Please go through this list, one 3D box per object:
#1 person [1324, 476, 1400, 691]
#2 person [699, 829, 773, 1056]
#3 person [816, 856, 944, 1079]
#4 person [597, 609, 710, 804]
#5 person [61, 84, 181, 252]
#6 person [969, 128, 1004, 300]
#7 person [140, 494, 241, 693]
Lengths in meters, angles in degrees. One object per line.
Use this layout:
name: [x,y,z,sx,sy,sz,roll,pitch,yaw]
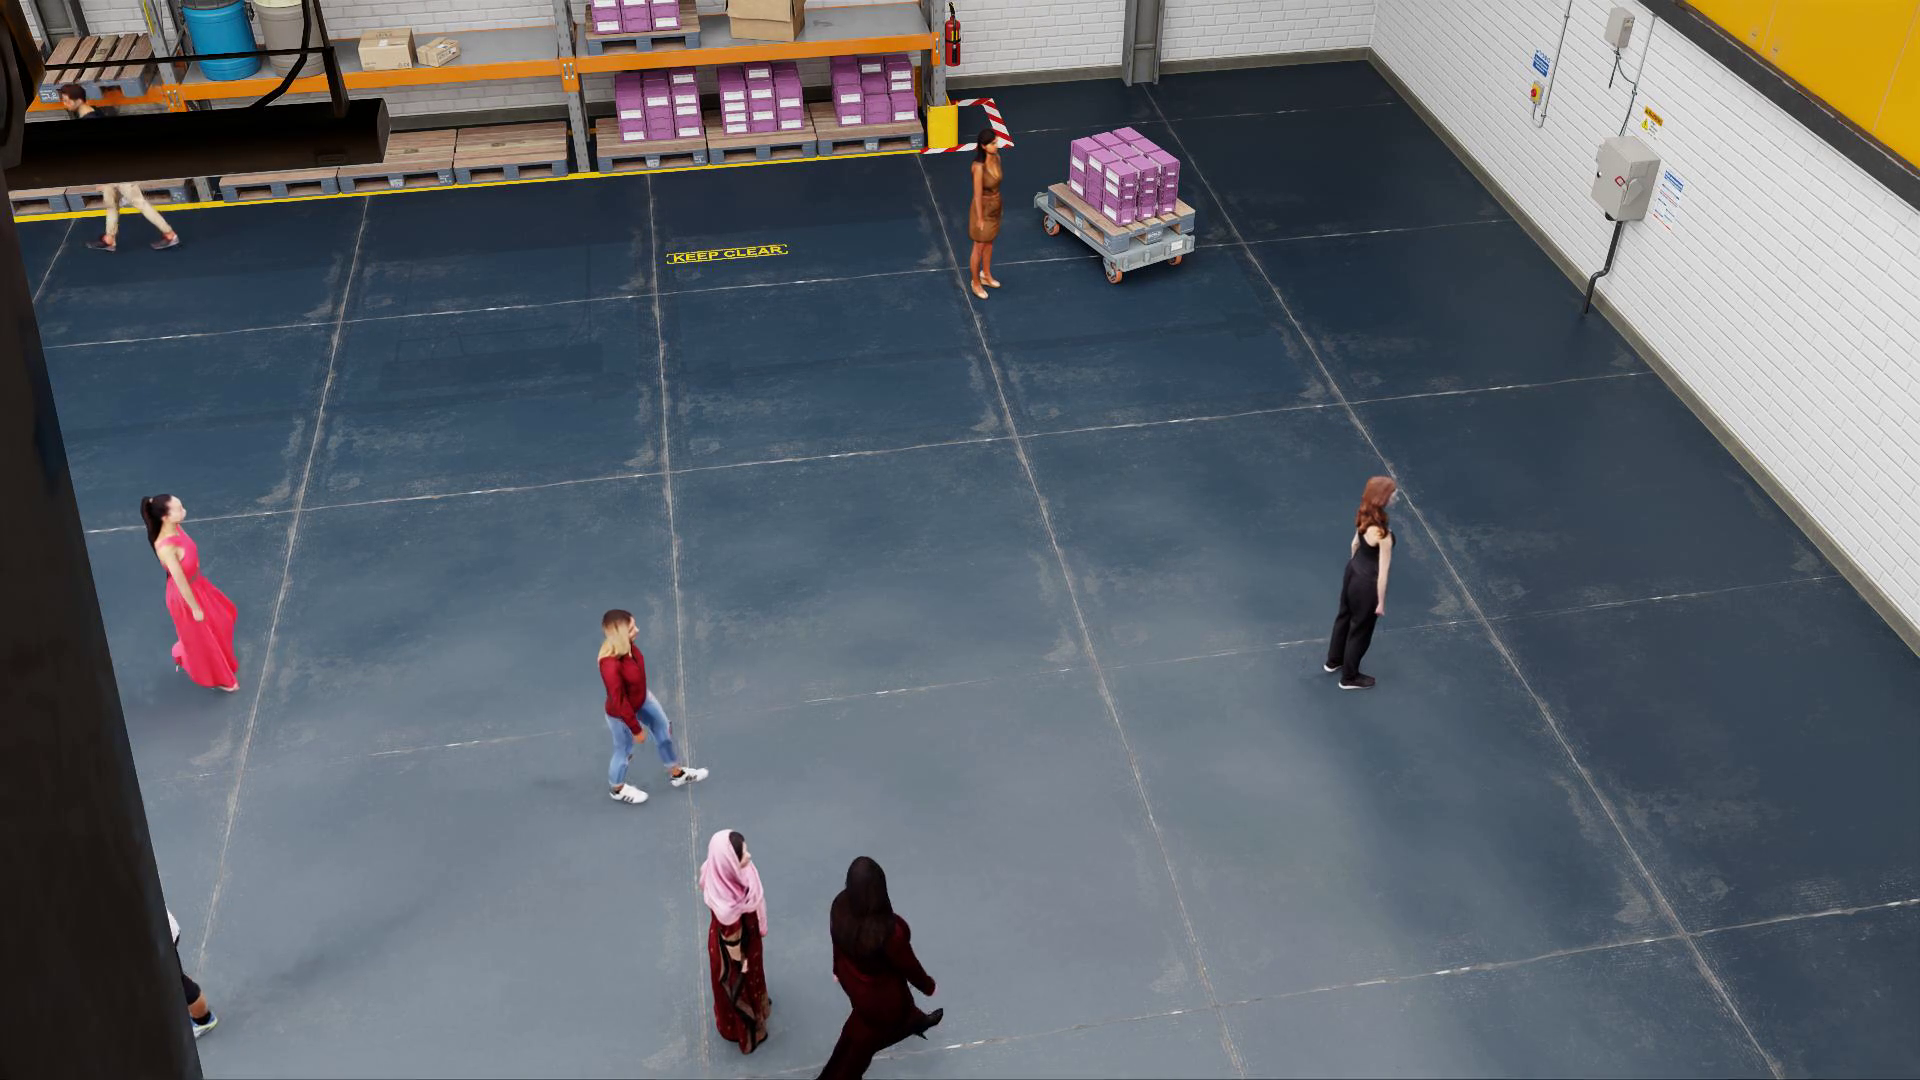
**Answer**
person: [2.794,0.291,11.551,0.543,1.743,0.593,-10,40,-13]
person: [-1.254,2.196,9.253,0.673,1.634,0.725,1,39,1]
person: [-0.543,2.449,8.890,1.258,1.691,1.023,-24,44,-27]
person: [-2.199,1.086,10.662,0.934,1.609,0.735,3,39,3]
person: [-8.268,-3.675,16.468,1.162,1.804,0.810,-12,40,-14]
person: [0.248,-3.131,15.879,0.689,1.690,0.643,20,43,23]
person: [-5.372,0.412,11.423,0.707,1.713,0.603,-7,39,-9]
